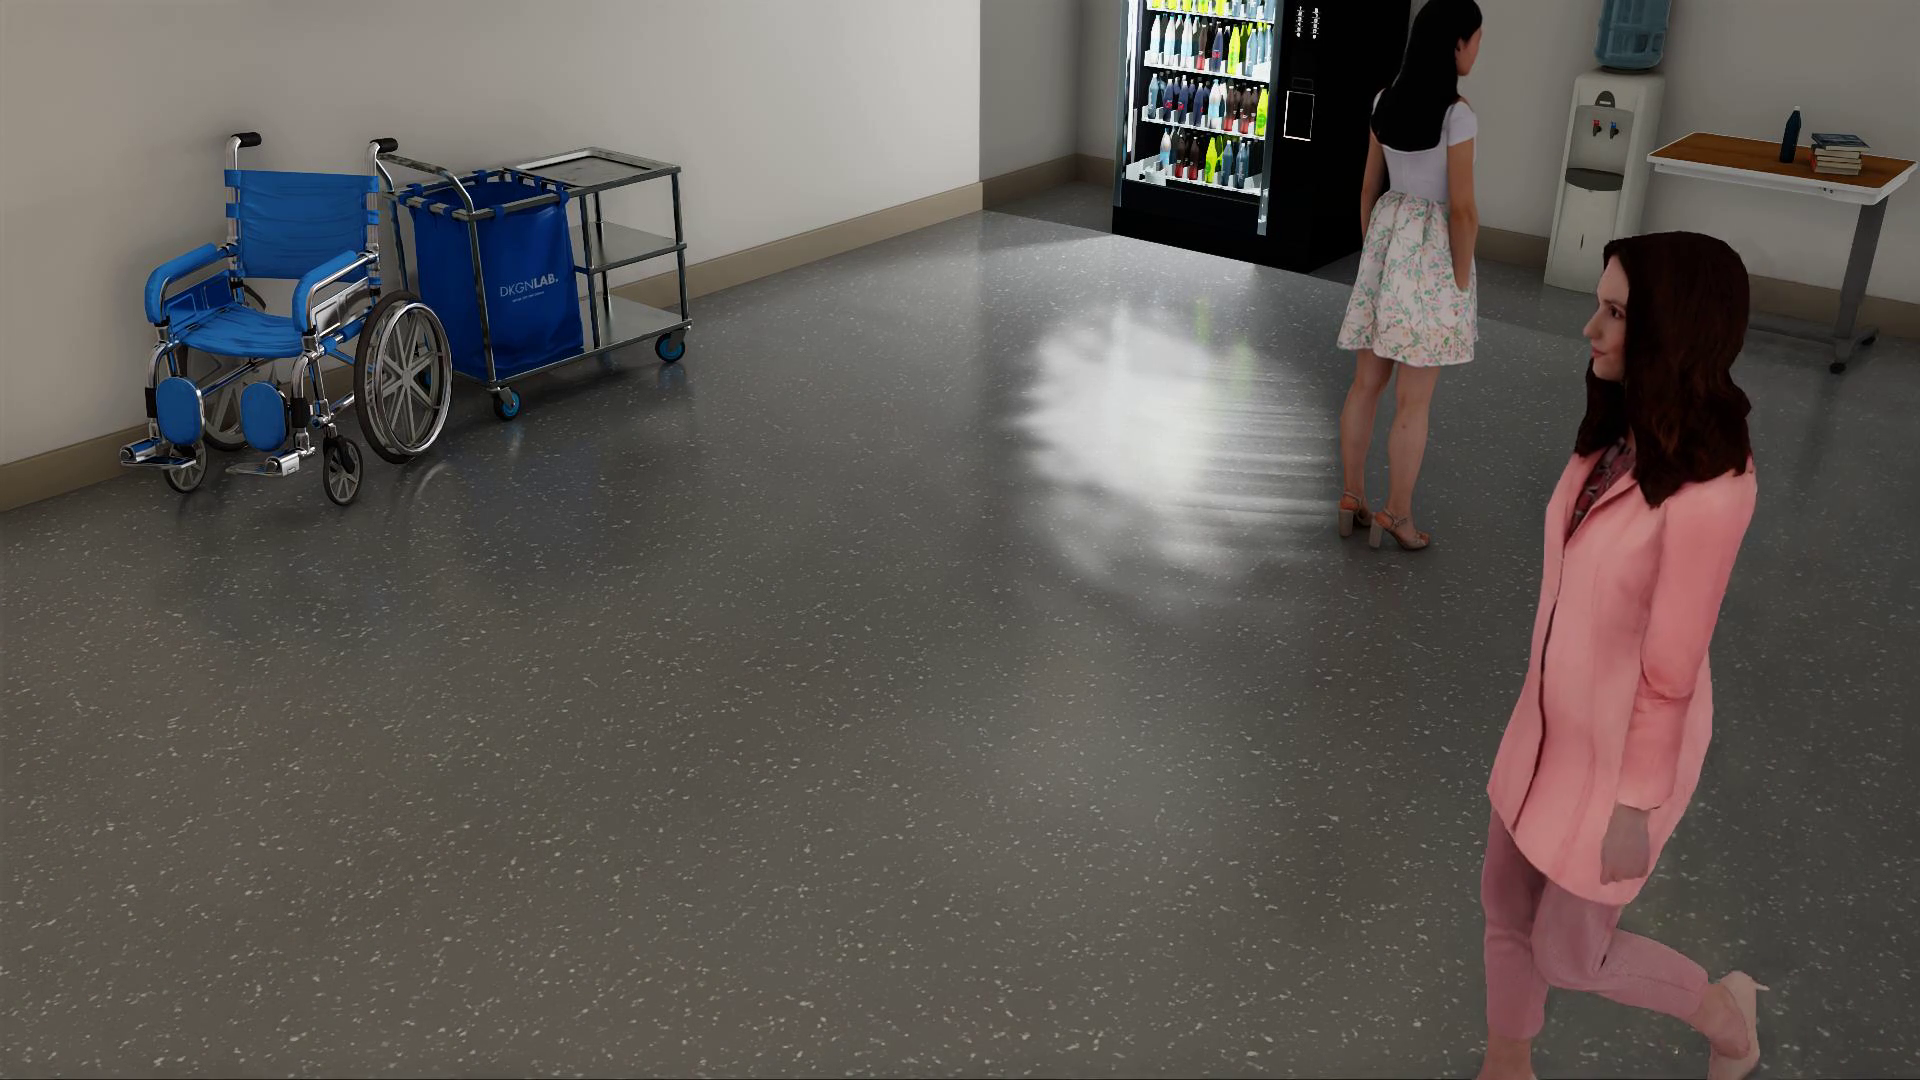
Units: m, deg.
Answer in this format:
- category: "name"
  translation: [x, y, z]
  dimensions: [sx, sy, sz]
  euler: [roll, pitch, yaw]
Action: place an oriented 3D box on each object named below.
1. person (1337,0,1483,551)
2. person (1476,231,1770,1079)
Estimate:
- category: "person"
  translation: [1.439, -0.824, 5.324]
  dimensions: [0.784, 1.774, 0.670]
  euler: [-16, 30, -30]
- category: "person"
  translation: [1.180, 0.369, 2.839]
  dimensions: [1.003, 1.784, 0.950]
  euler: [-3, 26, -6]
